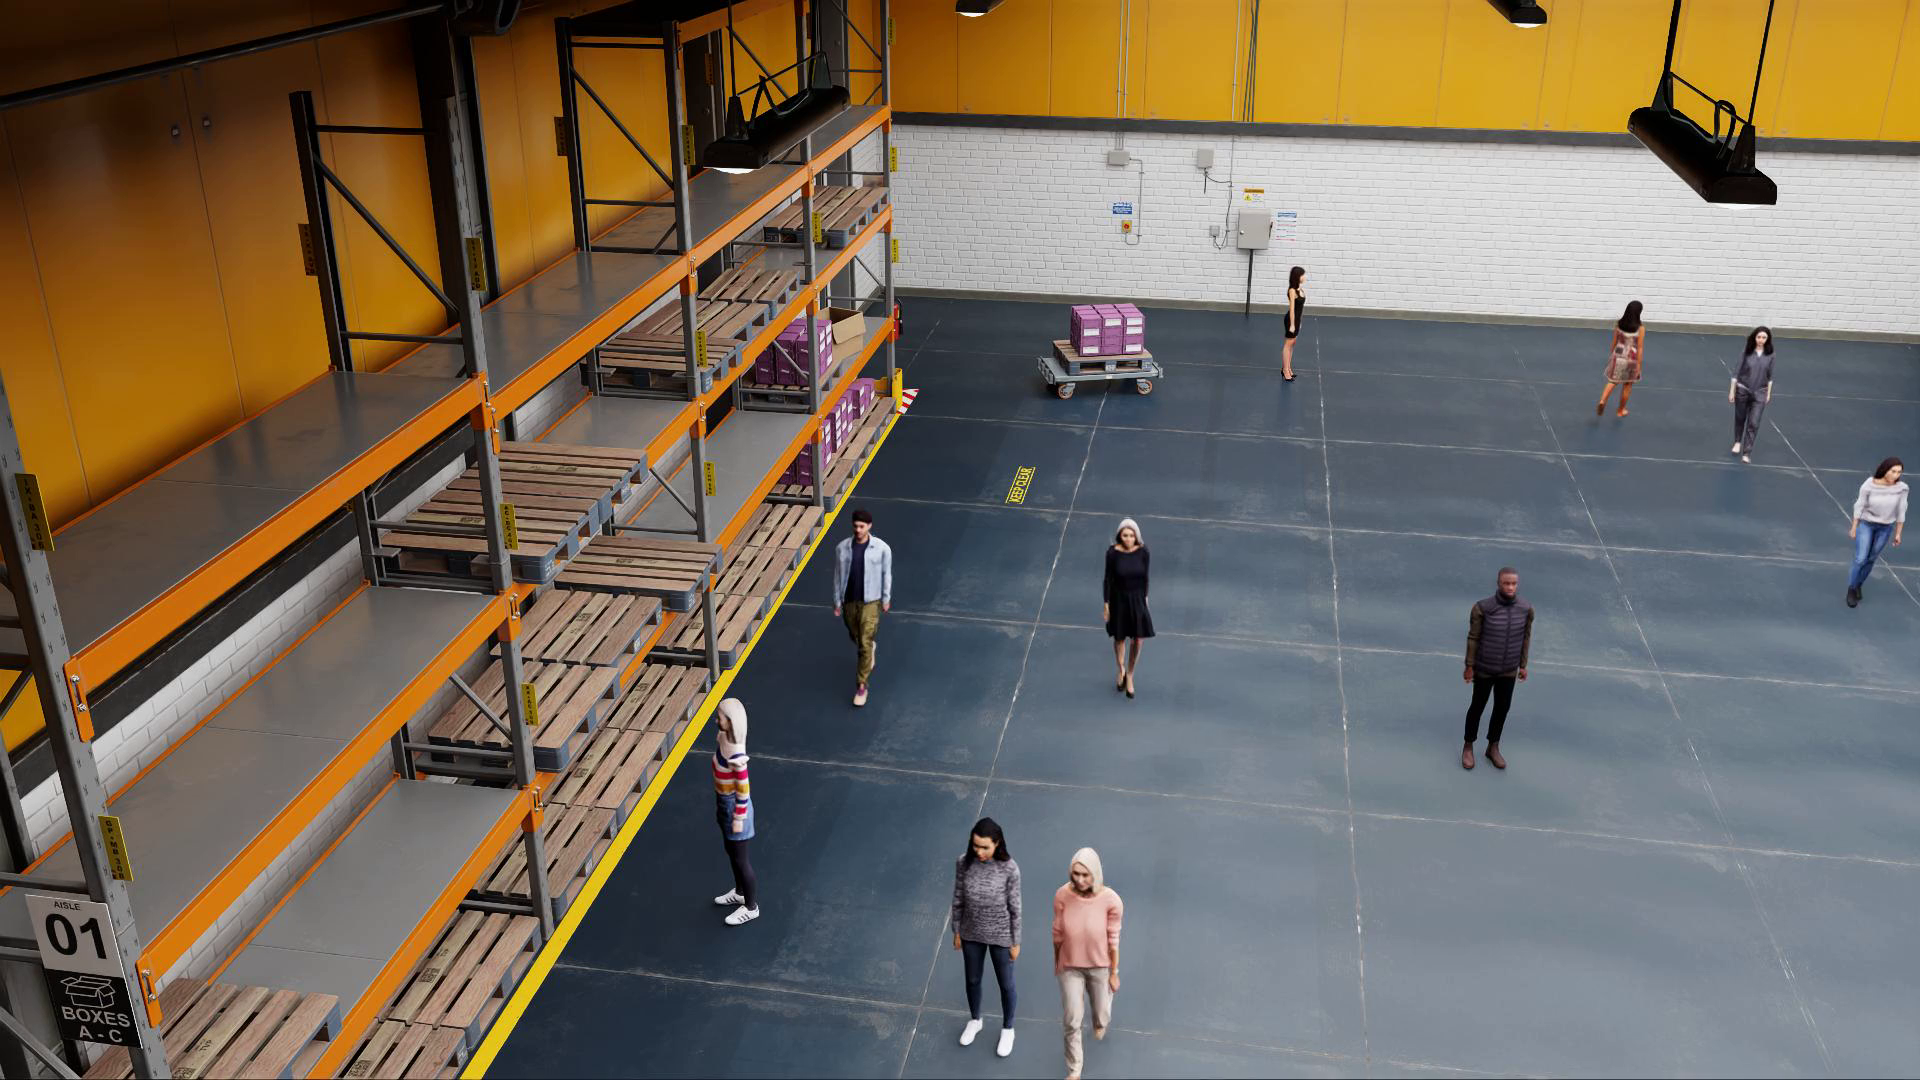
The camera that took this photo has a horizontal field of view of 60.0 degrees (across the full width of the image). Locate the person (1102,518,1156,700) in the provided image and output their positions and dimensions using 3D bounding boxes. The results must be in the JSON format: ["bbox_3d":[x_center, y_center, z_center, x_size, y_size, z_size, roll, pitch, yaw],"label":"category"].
[{"bbox_3d":[1.514,0.586,15.269,0.700,1.731,0.750,-1,24,-2],"label":"person"}]

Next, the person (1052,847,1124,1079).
[{"bbox_3d":[0.822,2.659,10.554,0.615,1.710,0.877,5,24,12],"label":"person"}]

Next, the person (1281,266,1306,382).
[{"bbox_3d":[4.762,-3.115,23.836,0.657,1.650,0.492,10,26,22],"label":"person"}]

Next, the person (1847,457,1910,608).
[{"bbox_3d":[9.361,-0.133,17.065,0.610,1.610,0.737,5,24,12],"label":"person"}]

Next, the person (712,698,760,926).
[{"bbox_3d":[-1.633,1.946,12.059,0.782,1.809,0.657,-9,25,-21],"label":"person"}]

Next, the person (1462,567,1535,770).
[{"bbox_3d":[4.522,1.068,14.035,0.752,1.836,0.655,-2,24,-4],"label":"person"}]

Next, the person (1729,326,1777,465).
[{"bbox_3d":[9.904,-1.845,20.849,0.815,1.716,1.208,10,25,21],"label":"person"}]

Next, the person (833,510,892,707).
[{"bbox_3d":[-0.897,0.543,15.305,0.701,1.781,1.158,5,24,12],"label":"person"}]

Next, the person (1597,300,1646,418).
[{"bbox_3d":[8.824,-2.384,22.192,1.046,1.628,0.949,-20,30,-38],"label":"person"}]

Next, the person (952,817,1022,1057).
[{"bbox_3d":[0.188,2.538,10.804,0.644,1.731,0.575,7,25,16],"label":"person"}]
